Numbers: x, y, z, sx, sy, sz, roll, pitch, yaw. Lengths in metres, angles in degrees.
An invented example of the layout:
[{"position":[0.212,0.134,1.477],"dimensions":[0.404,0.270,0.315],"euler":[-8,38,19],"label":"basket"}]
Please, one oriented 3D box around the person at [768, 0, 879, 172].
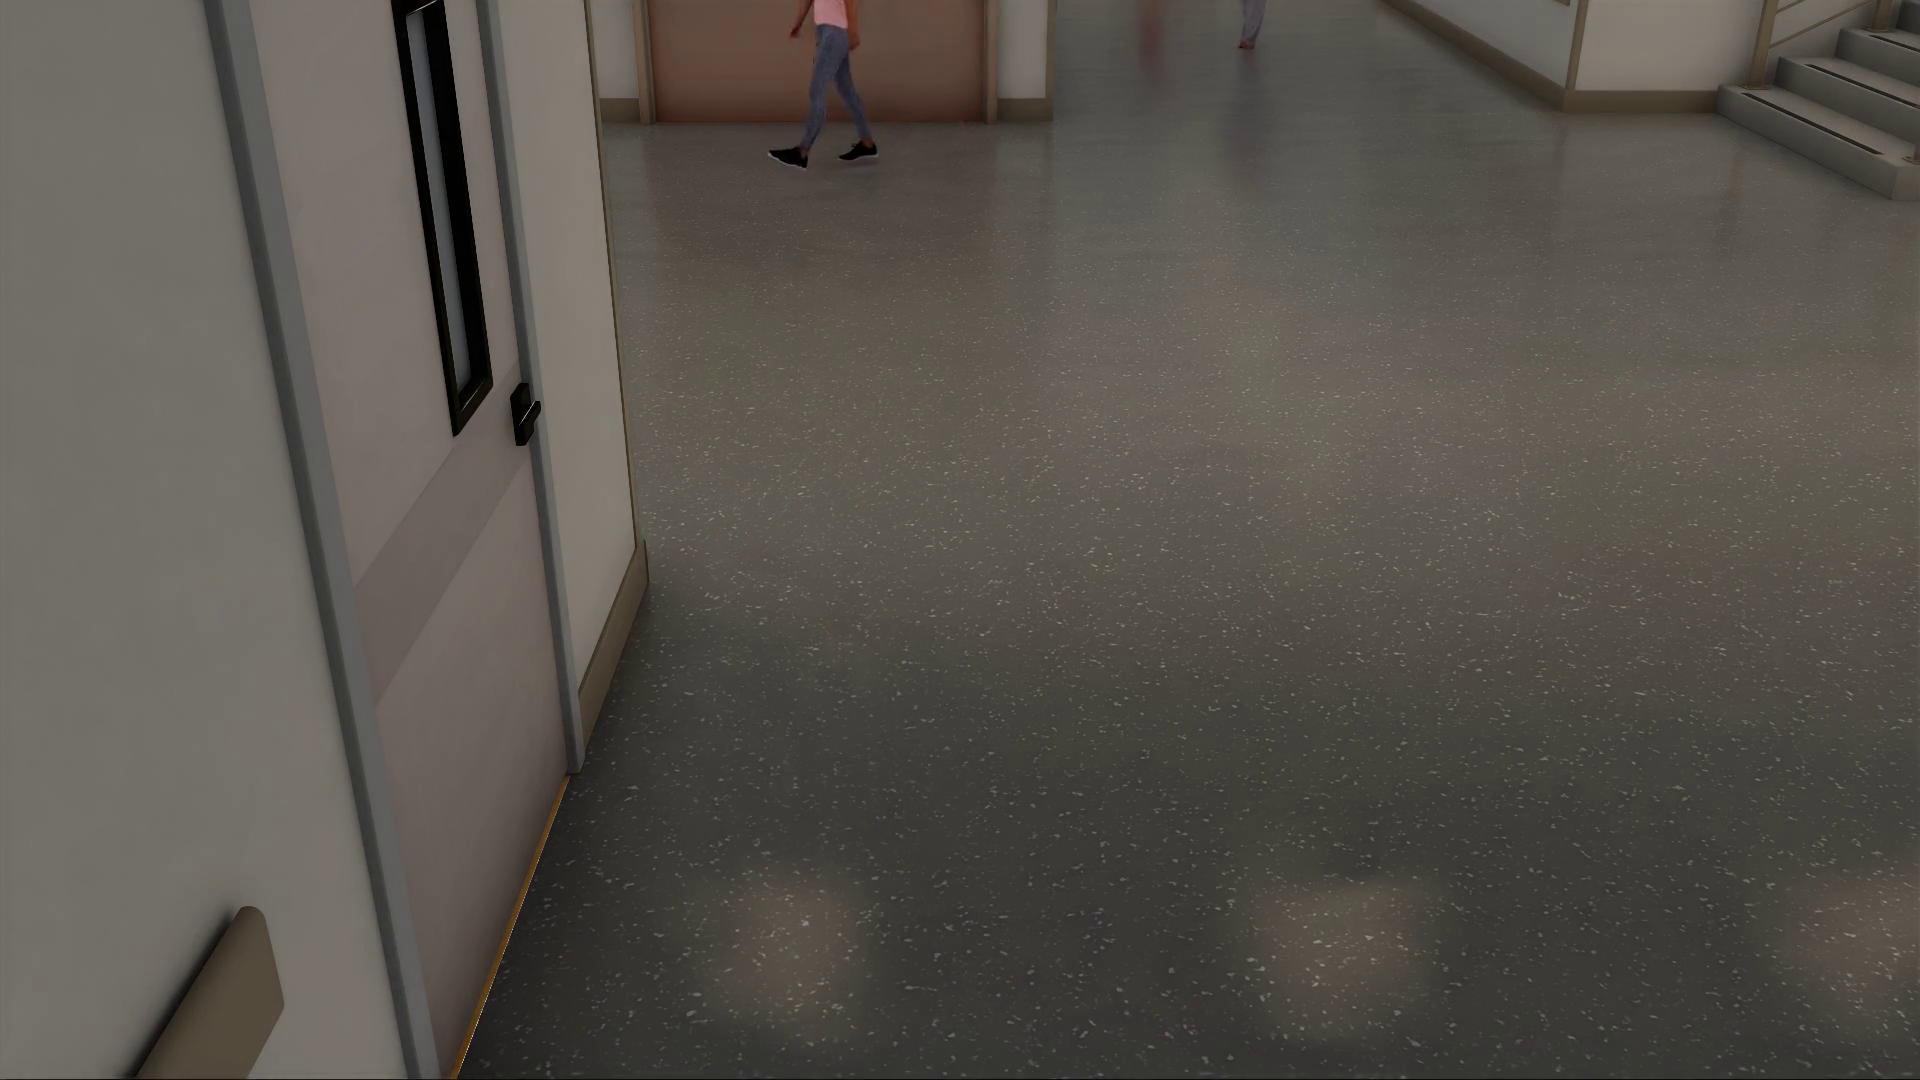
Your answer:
[{"position":[-0.721,-3.165,10.337],"dimensions":[1.100,1.689,0.861],"euler":[-13,29,-25],"label":"person"}]
